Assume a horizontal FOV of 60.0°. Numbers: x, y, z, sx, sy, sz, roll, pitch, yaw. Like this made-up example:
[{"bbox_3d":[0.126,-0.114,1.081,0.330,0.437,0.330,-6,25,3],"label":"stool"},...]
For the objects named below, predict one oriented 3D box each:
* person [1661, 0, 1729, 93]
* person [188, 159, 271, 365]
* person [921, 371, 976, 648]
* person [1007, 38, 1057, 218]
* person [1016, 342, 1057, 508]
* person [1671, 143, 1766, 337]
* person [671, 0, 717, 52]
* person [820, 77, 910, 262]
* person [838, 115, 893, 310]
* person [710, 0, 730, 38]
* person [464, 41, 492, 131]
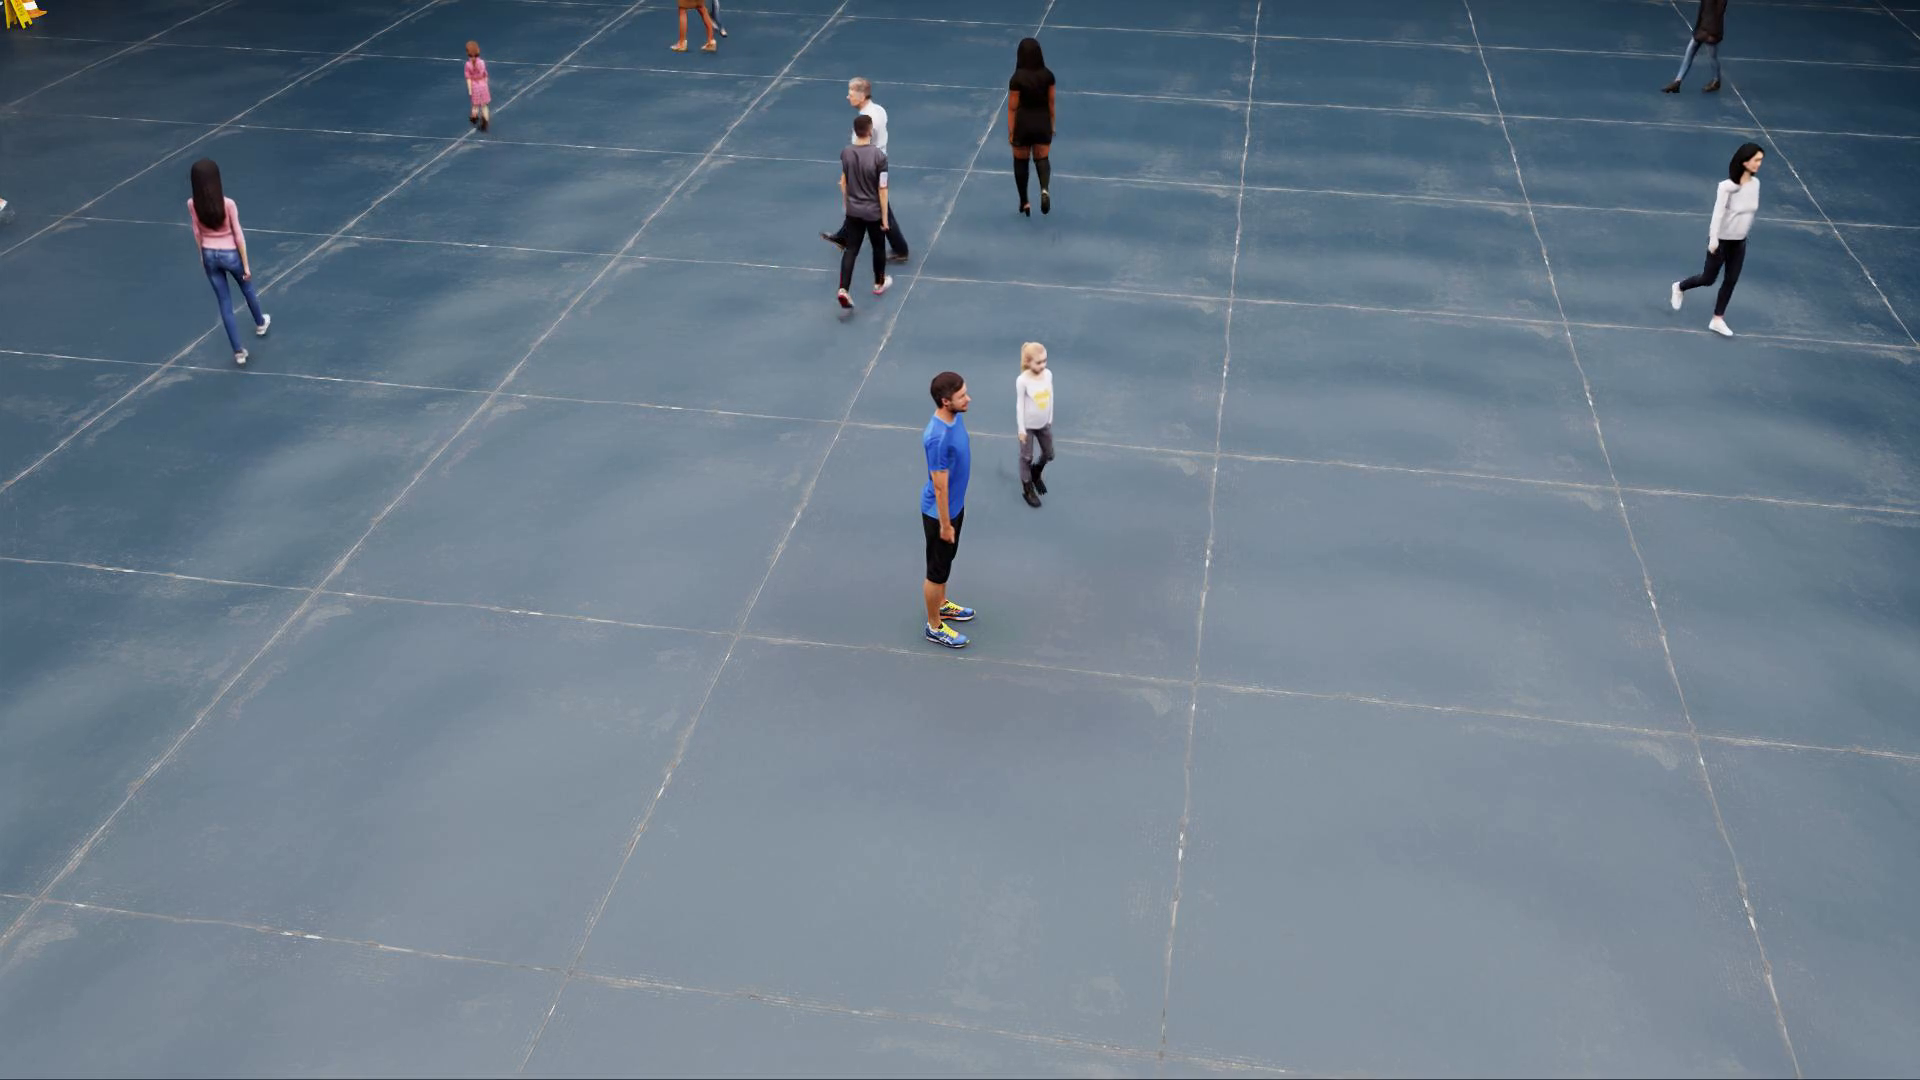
[{"bbox_3d":[9.221,-6.240,20.338,1.119,1.594,0.900,-7,33,-11],"label":"person"},{"bbox_3d":[-6.224,-2.315,14.004,1.042,1.714,0.876,-5,33,-8],"label":"person"},{"bbox_3d":[-0.104,-0.216,10.531,0.542,1.869,0.600,6,33,9],"label":"person"},{"bbox_3d":[0.743,-4.075,16.673,0.916,1.842,0.900,-6,33,-9],"label":"person"},{"bbox_3d":[0.500,-0.874,12.133,0.607,1.271,0.669,-18,36,-26],"label":"person"},{"bbox_3d":[6.668,-2.659,14.573,0.960,1.689,0.954,-13,34,-19],"label":"person"},{"bbox_3d":[-3.421,-7.243,21.863,0.829,1.664,0.610,3,32,5],"label":"person"},{"bbox_3d":[-0.751,-3.480,15.804,1.135,1.764,0.687,4,32,6],"label":"person"},{"bbox_3d":[-0.899,-2.904,14.917,1.114,1.736,0.860,11,34,17],"label":"person"},{"bbox_3d":[-3.373,-7.596,22.776,0.863,1.286,0.923,-20,37,-28],"label":"person"},{"bbox_3d":[-5.595,-5.264,19.342,0.656,1.005,0.721,-21,38,-30],"label":"person"}]
